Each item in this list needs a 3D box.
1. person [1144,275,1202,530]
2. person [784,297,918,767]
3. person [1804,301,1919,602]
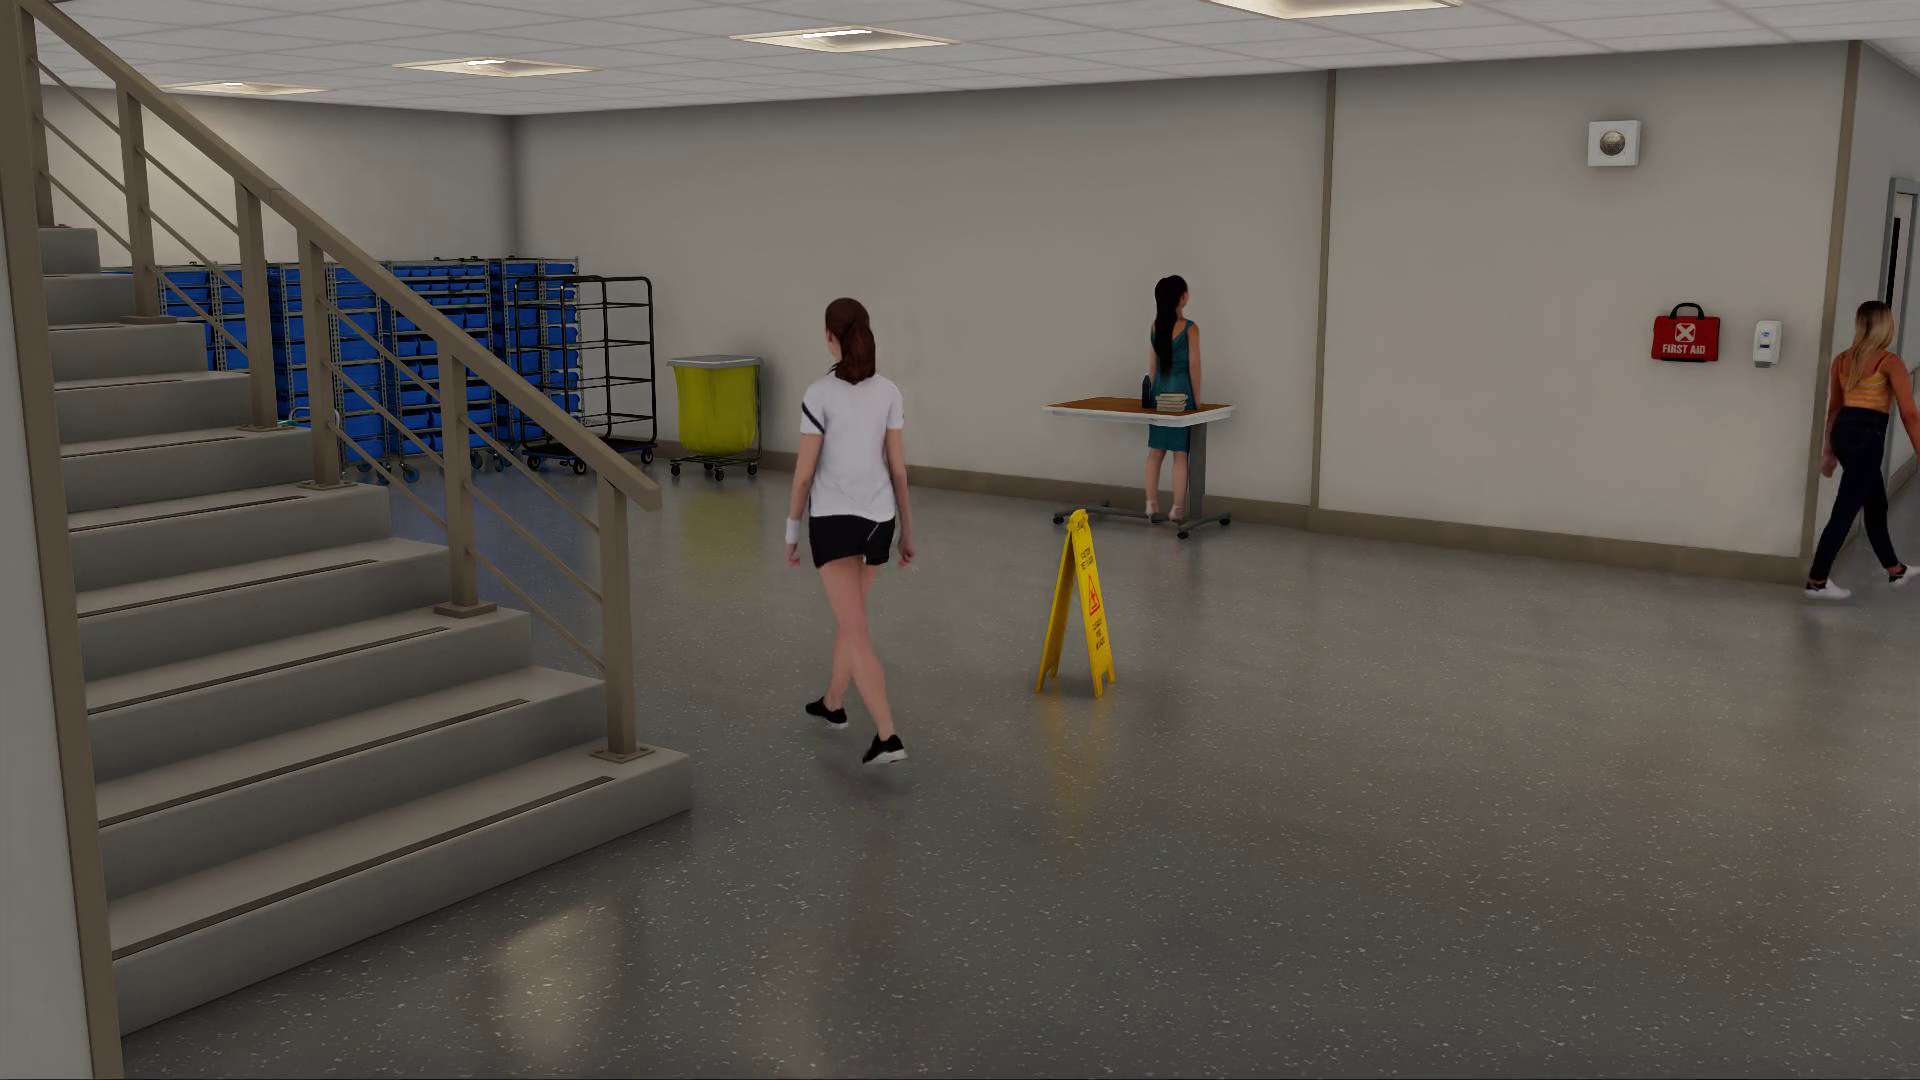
[{"bbox_3d":[1.414,-0.918,11.116,0.440,1.685,0.620,9,14,40],"label":"person"},{"bbox_3d":[-0.369,0.009,6.170,0.933,1.708,1.229,-6,12,-30],"label":"person"},{"bbox_3d":[4.737,-0.450,8.897,1.068,1.593,1.037,-2,11,-11],"label":"person"}]
